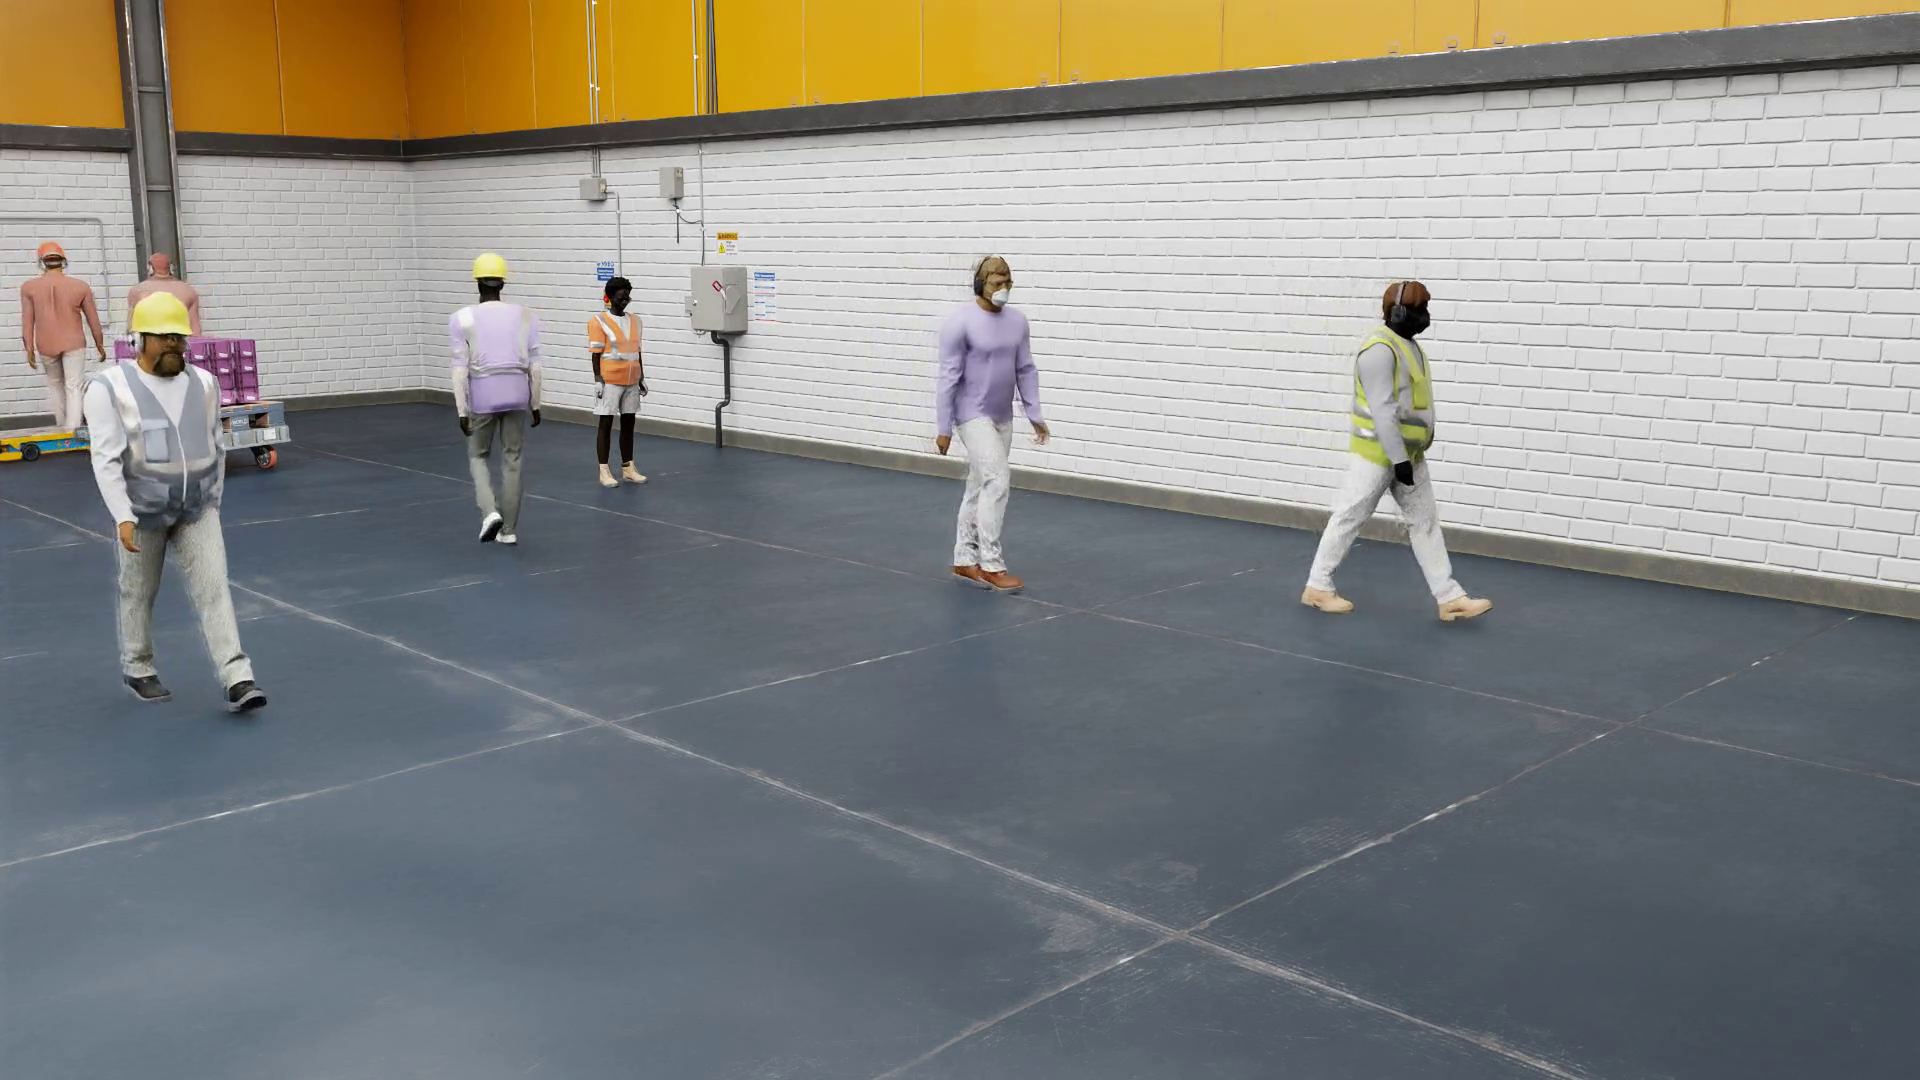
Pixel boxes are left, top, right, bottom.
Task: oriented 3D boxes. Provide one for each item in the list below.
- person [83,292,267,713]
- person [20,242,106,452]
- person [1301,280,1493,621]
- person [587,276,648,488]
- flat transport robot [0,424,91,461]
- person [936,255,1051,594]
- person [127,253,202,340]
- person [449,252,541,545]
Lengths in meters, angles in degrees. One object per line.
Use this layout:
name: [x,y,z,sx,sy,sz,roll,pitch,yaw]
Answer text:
person: [-3.335,-0.141,7.013,0.913,1.787,0.601,9,14,41]
person: [-8.507,-1.842,15.829,0.641,1.949,0.957,-3,11,-17]
person: [2.293,-0.461,8.767,1.008,1.792,0.623,8,13,36]
person: [-2.762,-1.280,13.472,0.319,1.692,0.533,9,14,40]
flat transport robot: [-8.432,-0.915,15.363,0.652,0.197,1.431,7,12,33]
person: [0.219,-0.655,9.478,0.756,1.903,0.618,9,14,39]
person: [-7.758,-1.870,16.276,0.652,1.864,0.936,-7,13,-35]
person: [-3.018,-0.909,10.848,0.596,1.911,0.408,-5,12,-26]
